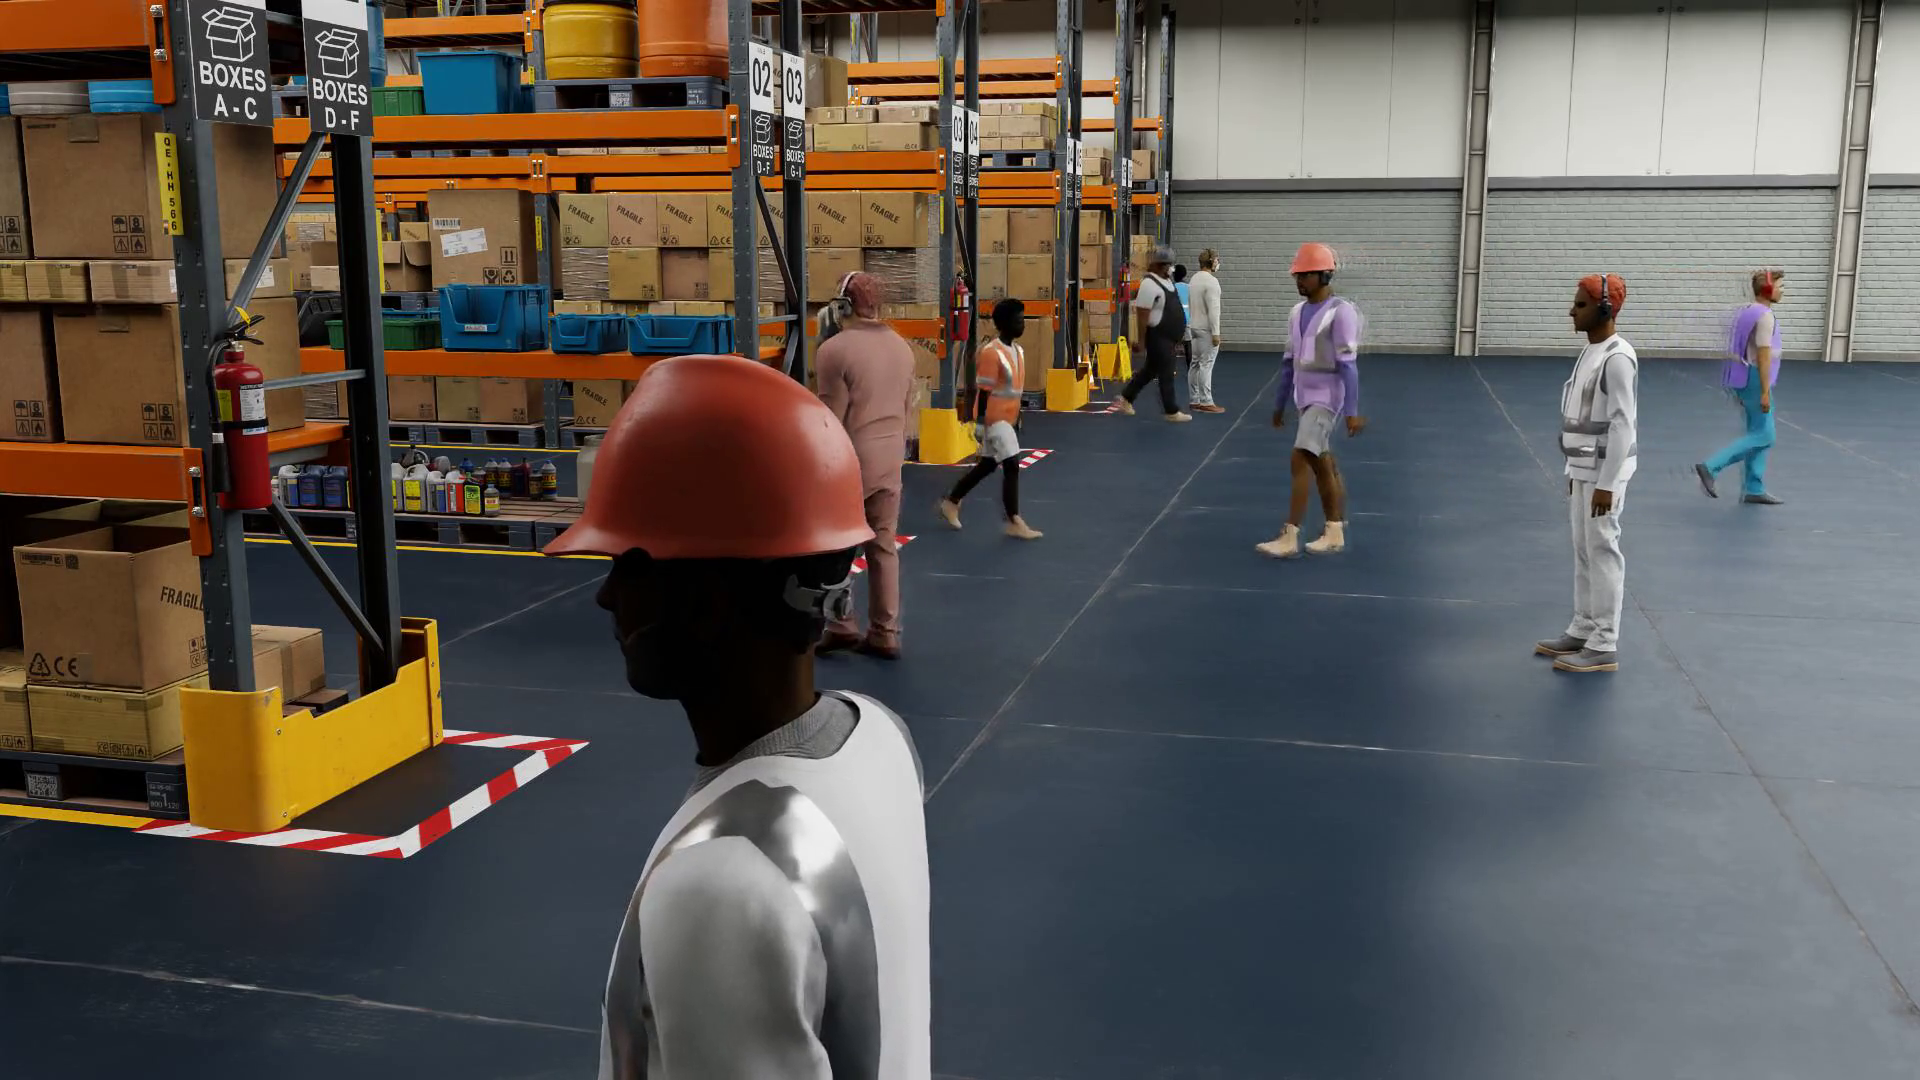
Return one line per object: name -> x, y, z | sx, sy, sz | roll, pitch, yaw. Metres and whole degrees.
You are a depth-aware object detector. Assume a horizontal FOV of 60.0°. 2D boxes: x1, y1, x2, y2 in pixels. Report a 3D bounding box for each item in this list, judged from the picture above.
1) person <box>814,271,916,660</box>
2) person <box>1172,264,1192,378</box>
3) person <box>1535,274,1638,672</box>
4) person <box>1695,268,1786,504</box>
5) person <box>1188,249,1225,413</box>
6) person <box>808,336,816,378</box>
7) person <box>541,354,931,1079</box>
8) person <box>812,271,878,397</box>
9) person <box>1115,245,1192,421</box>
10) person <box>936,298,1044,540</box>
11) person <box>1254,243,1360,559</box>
person -> -0.535, -0.355, 8.114 | 0.572, 1.887, 0.681 | 9, 13, 40
person -> 3.240, -3.229, 24.625 | 0.546, 1.690, 0.322 | -2, 10, -11
person -> 3.015, -0.312, 7.904 | 0.358, 1.882, 0.574 | 1, 10, 7
person -> 6.083, -1.173, 12.801 | 0.602, 1.833, 0.579 | 3, 11, 14
person -> 2.911, -2.469, 19.703 | 0.372, 1.940, 0.632 | -3, 11, -18
person -> -1.659, -2.430, 19.530 | 0.643, 1.924, 0.566 | 1, 10, 6
person -> -0.206, 0.790, 1.646 | 0.358, 1.937, 0.549 | 1, 10, 7
person -> -0.992, -1.316, 13.746 | 0.655, 1.796, 0.564 | 1, 10, 4
person -> 2.201, -2.391, 18.985 | 0.959, 2.000, 0.683 | 5, 11, 24
person -> 0.183, -0.842, 11.480 | 0.815, 1.662, 0.534 | 4, 11, 21
person -> 2.164, -0.876, 10.649 | 0.882, 2.012, 0.644 | -4, 11, -20
